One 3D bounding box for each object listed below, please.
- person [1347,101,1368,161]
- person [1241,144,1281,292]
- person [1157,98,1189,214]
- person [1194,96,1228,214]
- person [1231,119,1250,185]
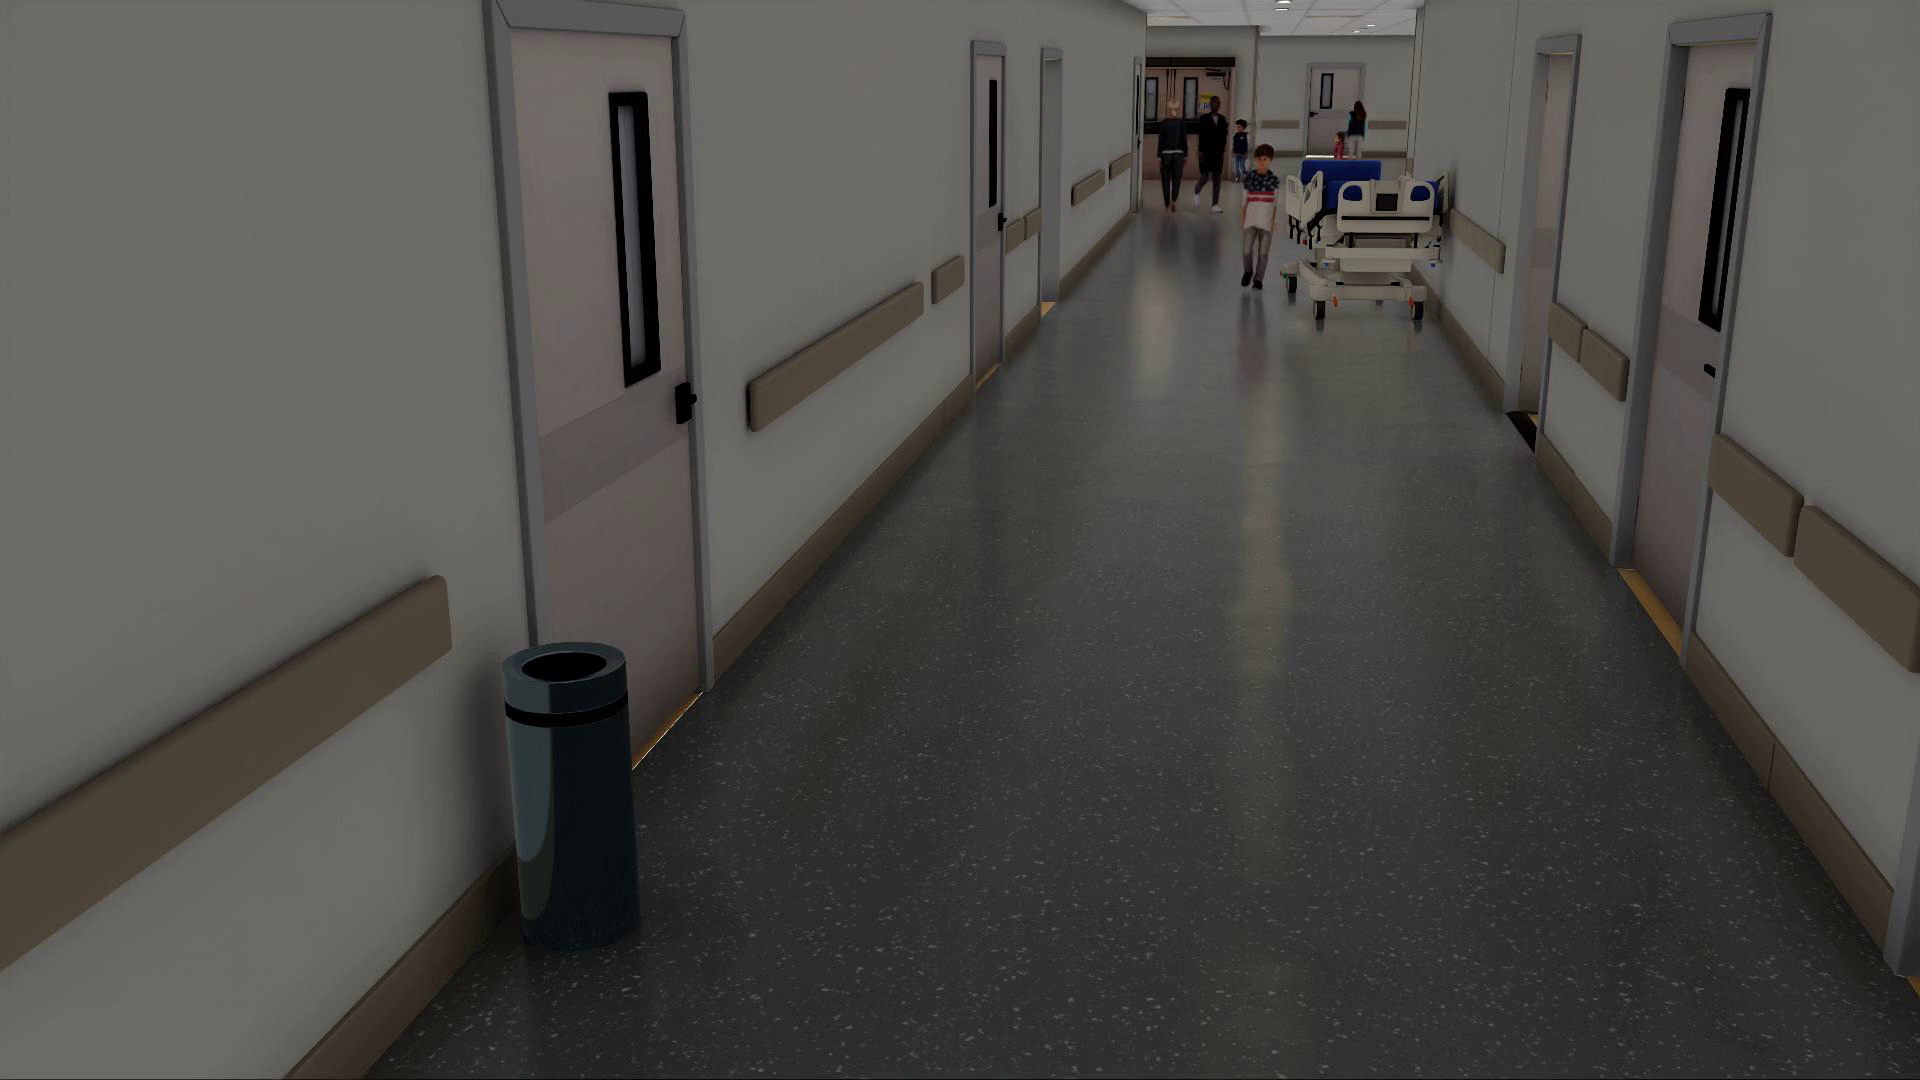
[{"bbox_3d":[8.730,-8.912,36.650,0.546,1.498,0.653,0,16,1],"label":"person"},{"bbox_3d":[2.986,-3.201,16.509,0.535,1.433,0.589,5,16,17],"label":"person"},{"bbox_3d":[3.239,-5.840,25.392,0.997,1.693,0.694,3,16,10],"label":"person"},{"bbox_3d":[3.817,-5.912,25.553,0.983,1.744,0.949,-6,17,-19],"label":"person"},{"bbox_3d":[5.480,-7.542,32.309,0.663,1.215,0.724,14,21,41],"label":"person"}]
